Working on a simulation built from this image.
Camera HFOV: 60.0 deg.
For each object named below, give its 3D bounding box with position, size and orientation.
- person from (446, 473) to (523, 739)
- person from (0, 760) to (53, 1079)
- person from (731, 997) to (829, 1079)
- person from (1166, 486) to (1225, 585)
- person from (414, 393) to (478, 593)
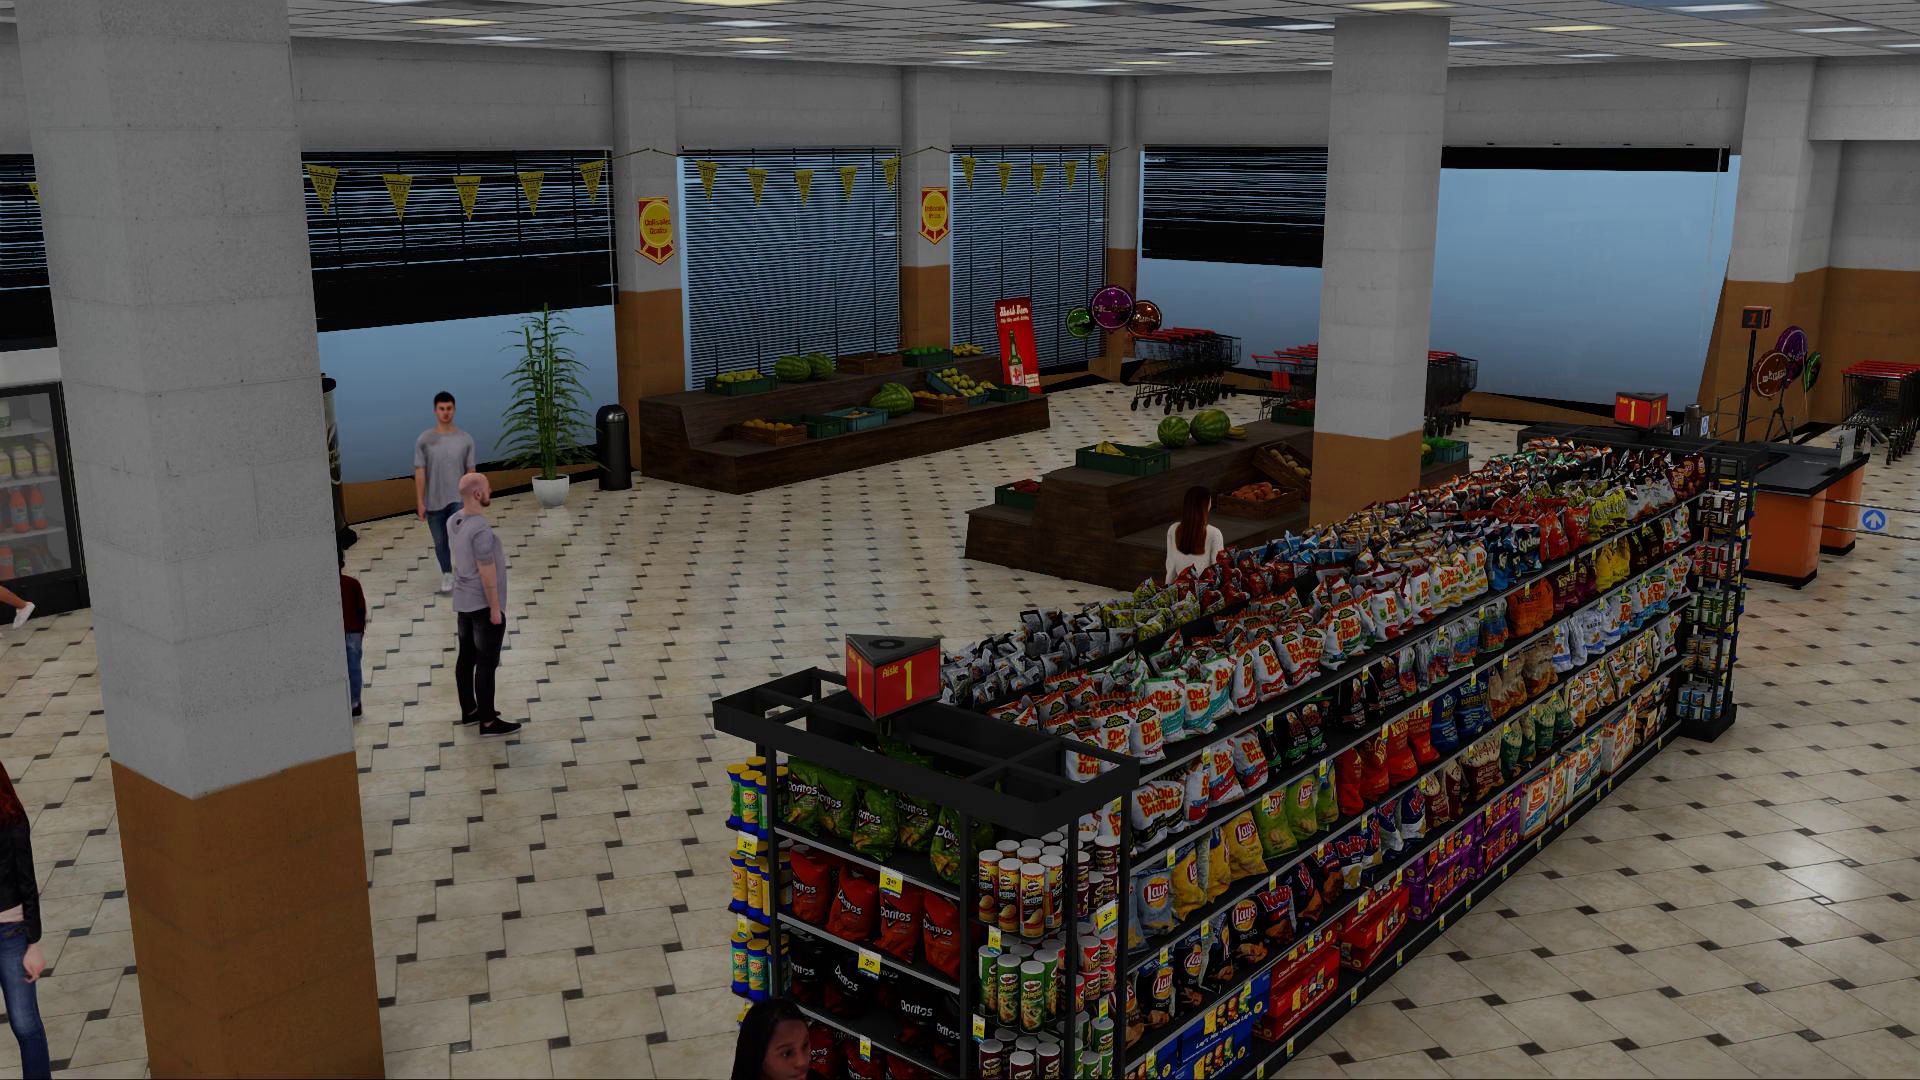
[{"bbox_3d":[-3.309,0.431,11.451,0.622,1.837,0.691,-12,18,-41],"label":"person"},{"bbox_3d":[-3.892,1.619,6.657,0.658,1.786,0.731,-2,14,-10],"label":"person"},{"bbox_3d":[-0.589,2.097,4.839,0.685,1.715,0.577,9,16,32],"label":"person"},{"bbox_3d":[1.656,0.447,11.690,0.633,1.692,0.572,9,16,33],"label":"person"},{"bbox_3d":[-4.531,-0.354,14.672,1.234,1.844,1.207,-3,14,-13],"label":"person"}]
